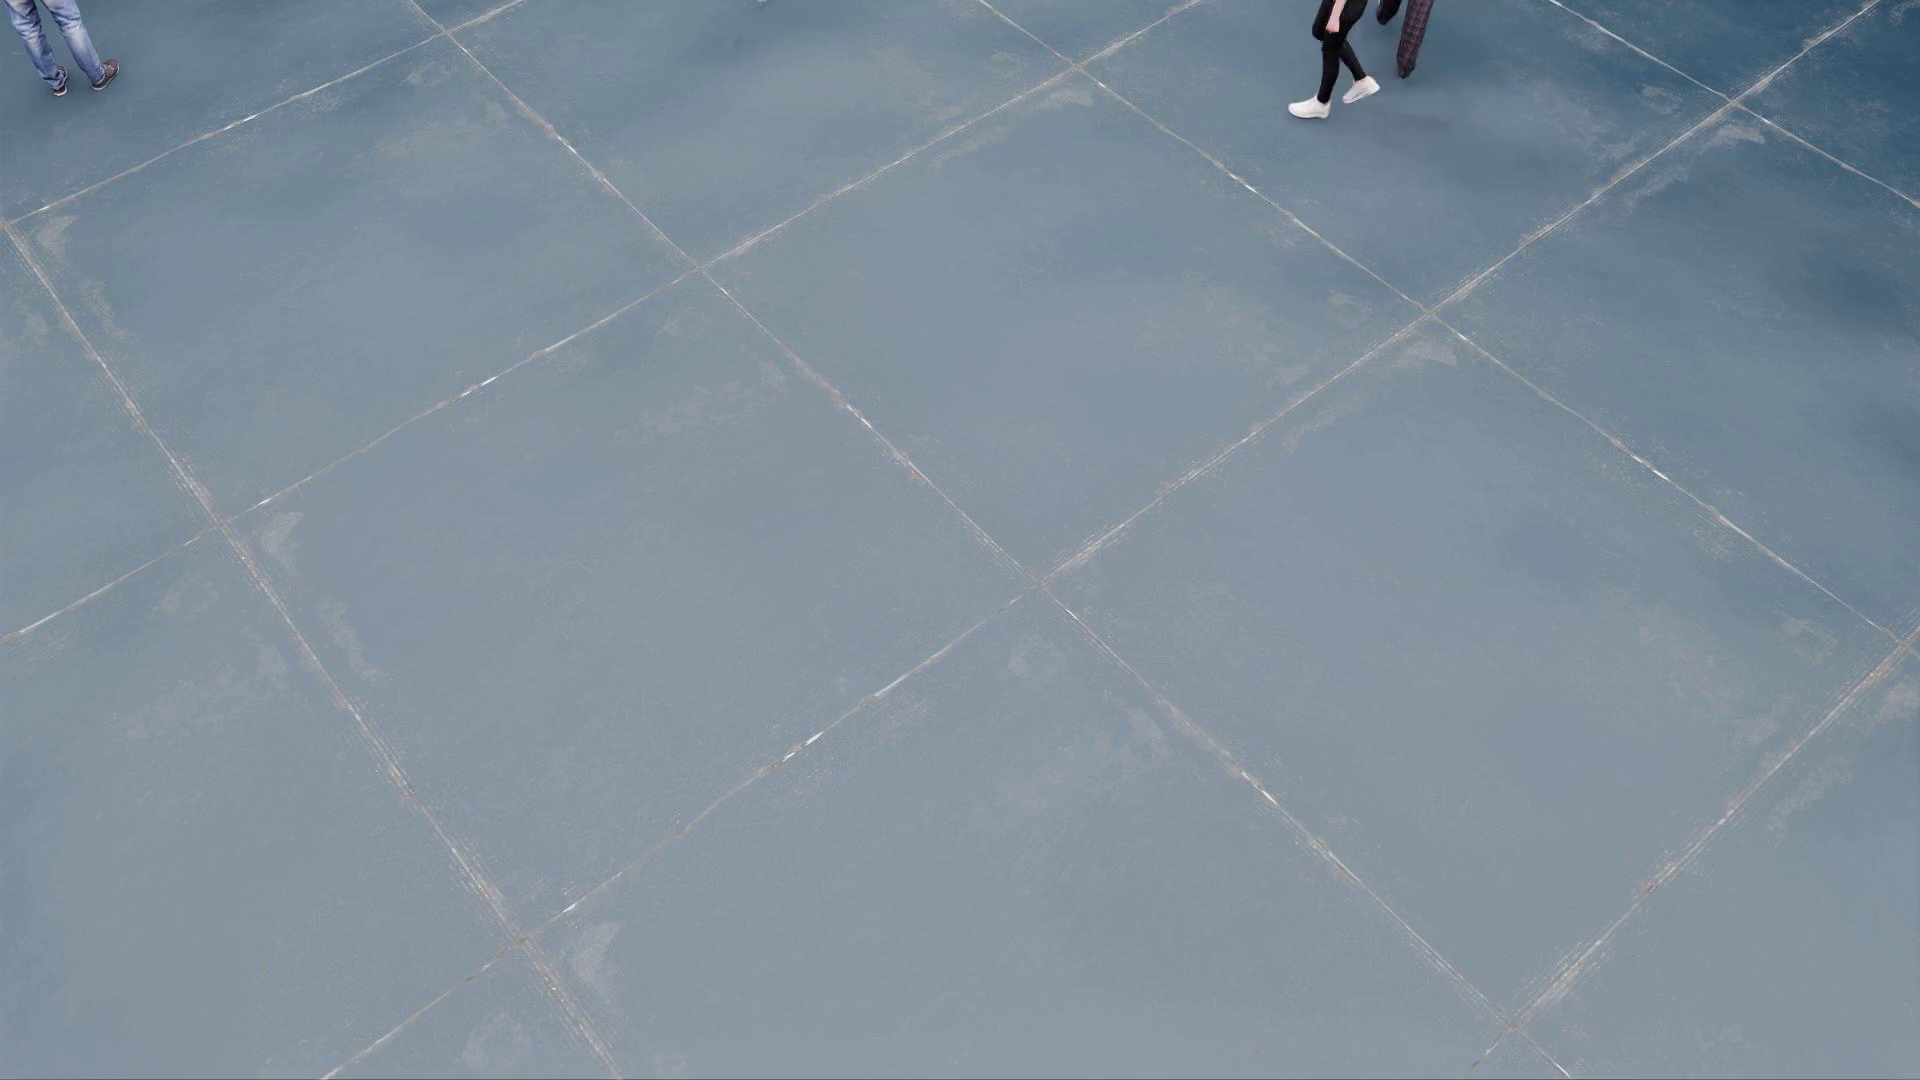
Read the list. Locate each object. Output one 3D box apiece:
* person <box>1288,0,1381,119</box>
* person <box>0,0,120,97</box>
[{"bbox_3d":[2.382,-3.227,9.945,0.886,1.734,0.839,10,53,7],"label":"person"},{"bbox_3d":[-5.746,-3.554,10.123,0.671,1.852,0.803,-8,53,-6],"label":"person"}]
